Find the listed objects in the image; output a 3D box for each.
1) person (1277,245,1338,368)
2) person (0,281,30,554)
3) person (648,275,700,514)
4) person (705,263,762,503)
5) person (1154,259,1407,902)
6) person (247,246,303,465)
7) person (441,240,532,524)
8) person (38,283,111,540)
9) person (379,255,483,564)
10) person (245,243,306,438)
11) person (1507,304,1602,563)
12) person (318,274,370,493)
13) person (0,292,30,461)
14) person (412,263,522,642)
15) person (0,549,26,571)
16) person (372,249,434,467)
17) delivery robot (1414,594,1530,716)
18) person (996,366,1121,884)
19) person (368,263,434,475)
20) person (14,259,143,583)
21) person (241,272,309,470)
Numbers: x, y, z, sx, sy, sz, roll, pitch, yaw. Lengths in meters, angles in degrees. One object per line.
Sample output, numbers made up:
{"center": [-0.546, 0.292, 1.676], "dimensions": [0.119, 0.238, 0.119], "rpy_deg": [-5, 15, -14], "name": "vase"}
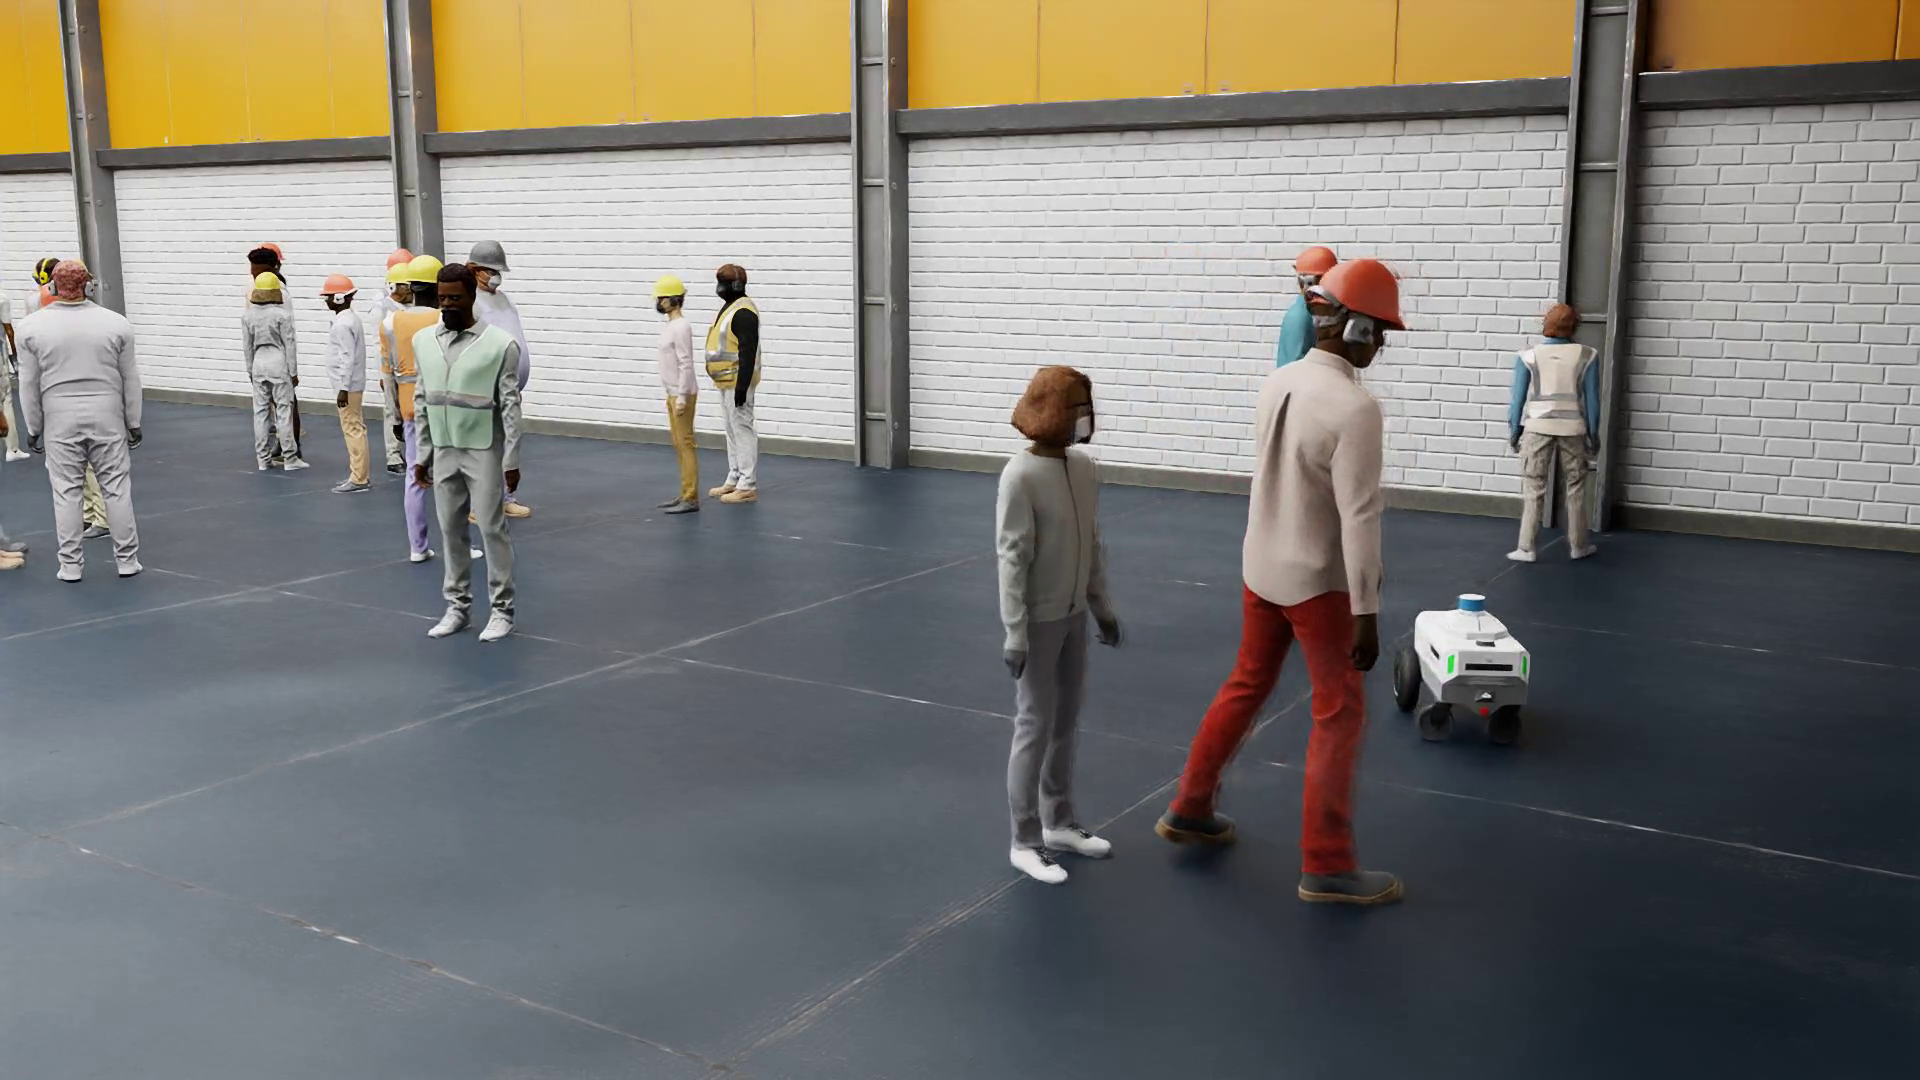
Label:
{"center": [2.128, -0.794, 10.170], "dimensions": [0.401, 1.990, 0.623], "rpy_deg": [4, 11, 19], "name": "person"}
{"center": [-6.288, -0.857, 10.665], "dimensions": [0.609, 1.940, 0.416], "rpy_deg": [9, 14, 41], "name": "person"}
{"center": [-2.116, -1.078, 12.386], "dimensions": [0.374, 1.755, 0.560], "rpy_deg": [-3, 11, -18], "name": "person"}
{"center": [-1.757, -1.213, 12.907], "dimensions": [0.429, 1.843, 0.623], "rpy_deg": [-4, 11, -21], "name": "person"}
{"center": [1.025, 0.123, 5.175], "dimensions": [0.601, 1.965, 0.838], "rpy_deg": [-4, 11, -21], "name": "person"}
{"center": [-6.199, -1.665, 15.069], "dimensions": [0.371, 1.963, 0.608], "rpy_deg": [-8, 13, -36], "name": "person"}
{"center": [-3.347, -1.140, 11.947], "dimensions": [0.537, 2.000, 0.679], "rpy_deg": [4, 11, 20], "name": "person"}
{"center": [-6.009, -0.873, 11.293], "dimensions": [0.351, 1.738, 0.572], "rpy_deg": [-9, 13, -40], "name": "person"}
{"center": [-3.298, -0.802, 10.390], "dimensions": [0.587, 1.928, 0.363], "rpy_deg": [1, 10, 7], "name": "person"}
{"center": [-7.062, -2.048, 17.103], "dimensions": [0.626, 1.992, 0.387], "rpy_deg": [7, 12, 32], "name": "person"}
{"center": [3.762, -0.665, 10.477], "dimensions": [0.582, 1.620, 0.484], "rpy_deg": [5, 11, 24], "name": "person"}
{"center": [-4.960, -1.262, 13.418], "dimensions": [0.330, 1.750, 0.572], "rpy_deg": [-2, 11, -13], "name": "person"}
{"center": [-8.886, -1.644, 15.223], "dimensions": [0.551, 1.871, 0.340], "rpy_deg": [-2, 10, -11], "name": "person"}
{"center": [-2.488, -0.441, 8.450], "dimensions": [0.590, 1.910, 0.392], "rpy_deg": [3, 11, 16], "name": "person"}
{"center": [-5.992, -0.714, 10.164], "dimensions": [0.351, 1.838, 0.511], "rpy_deg": [-7, 12, -35], "name": "person"}
{"center": [-4.900, -1.595, 14.739], "dimensions": [0.344, 1.941, 0.551], "rpy_deg": [7, 12, 33], "name": "person"}
{"center": [2.112, 0.469, 6.891], "dimensions": [0.477, 0.478, 0.707], "rpy_deg": [1, 10, 5], "name": "delivery robot"}
{"center": [0.306, 0.259, 5.332], "dimensions": [0.309, 1.631, 0.544], "rpy_deg": [7, 12, 32], "name": "person"}
{"center": [-4.809, -1.473, 14.397], "dimensions": [0.403, 1.826, 0.593], "rpy_deg": [5, 11, 26], "name": "person"}
{"center": [-5.205, -0.700, 9.883], "dimensions": [0.647, 1.908, 0.409], "rpy_deg": [-6, 12, -30], "name": "person"}
{"center": [-6.058, -1.483, 14.672], "dimensions": [0.484, 1.744, 0.295], "rpy_deg": [2, 10, 9], "name": "person"}
